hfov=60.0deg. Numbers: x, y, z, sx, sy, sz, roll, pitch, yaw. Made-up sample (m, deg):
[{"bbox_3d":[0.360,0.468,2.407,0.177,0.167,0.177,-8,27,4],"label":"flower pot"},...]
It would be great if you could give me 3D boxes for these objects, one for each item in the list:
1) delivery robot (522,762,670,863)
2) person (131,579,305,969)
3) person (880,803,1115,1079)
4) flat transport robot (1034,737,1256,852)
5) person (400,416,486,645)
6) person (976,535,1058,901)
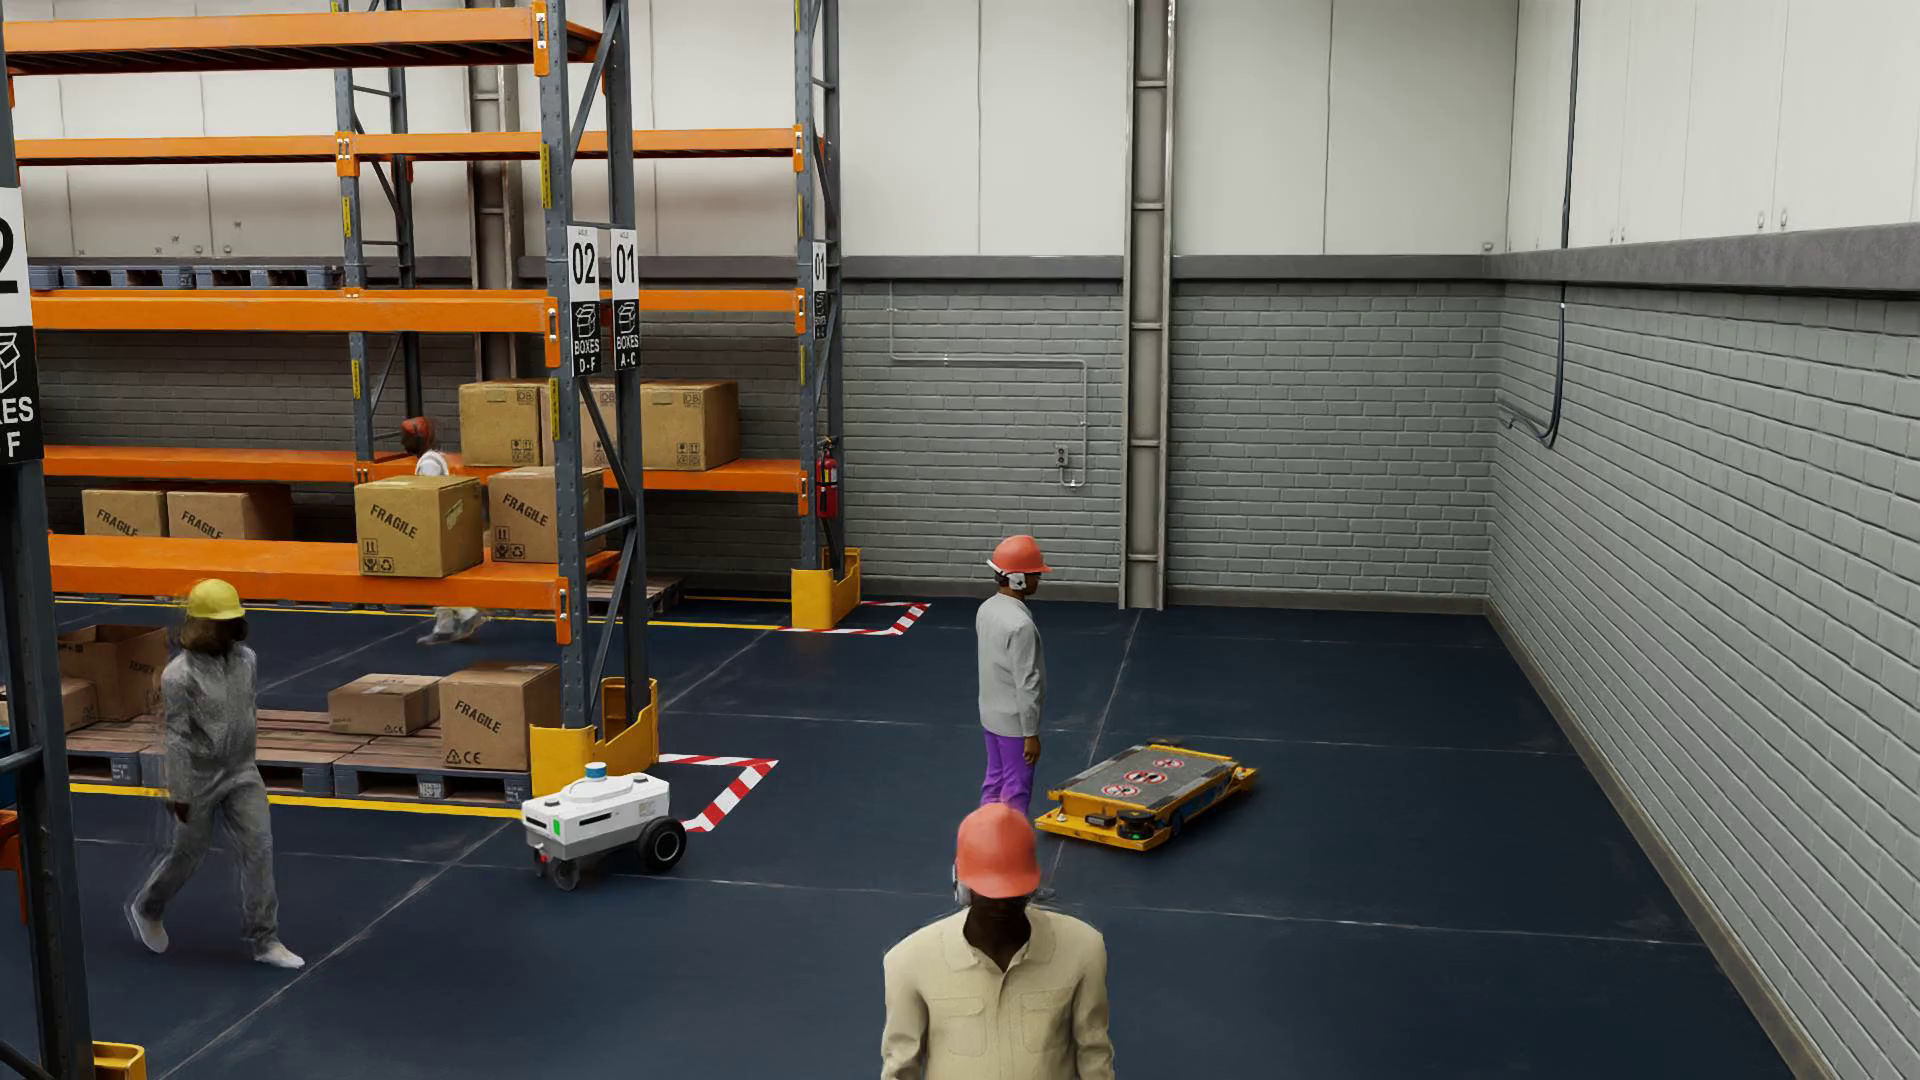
[{"bbox_3d":[-1.797,1.347,8.236,0.477,0.478,0.707,9,13,43],"label":"delivery robot"},{"bbox_3d":[-3.258,0.994,7.146,0.805,1.716,0.492,4,10,24],"label":"person"},{"bbox_3d":[0.096,1.476,4.033,0.587,1.740,0.372,-1,9,-5],"label":"person"},{"bbox_3d":[1.053,1.380,9.196,0.652,0.197,1.431,6,11,33],"label":"flat transport robot"},{"bbox_3d":[-4.159,-0.064,13.254,0.489,1.864,0.582,-2,9,-15],"label":"person"},{"bbox_3d":[0.267,0.841,7.951,0.329,1.751,0.569,-3,10,-19],"label":"person"}]
